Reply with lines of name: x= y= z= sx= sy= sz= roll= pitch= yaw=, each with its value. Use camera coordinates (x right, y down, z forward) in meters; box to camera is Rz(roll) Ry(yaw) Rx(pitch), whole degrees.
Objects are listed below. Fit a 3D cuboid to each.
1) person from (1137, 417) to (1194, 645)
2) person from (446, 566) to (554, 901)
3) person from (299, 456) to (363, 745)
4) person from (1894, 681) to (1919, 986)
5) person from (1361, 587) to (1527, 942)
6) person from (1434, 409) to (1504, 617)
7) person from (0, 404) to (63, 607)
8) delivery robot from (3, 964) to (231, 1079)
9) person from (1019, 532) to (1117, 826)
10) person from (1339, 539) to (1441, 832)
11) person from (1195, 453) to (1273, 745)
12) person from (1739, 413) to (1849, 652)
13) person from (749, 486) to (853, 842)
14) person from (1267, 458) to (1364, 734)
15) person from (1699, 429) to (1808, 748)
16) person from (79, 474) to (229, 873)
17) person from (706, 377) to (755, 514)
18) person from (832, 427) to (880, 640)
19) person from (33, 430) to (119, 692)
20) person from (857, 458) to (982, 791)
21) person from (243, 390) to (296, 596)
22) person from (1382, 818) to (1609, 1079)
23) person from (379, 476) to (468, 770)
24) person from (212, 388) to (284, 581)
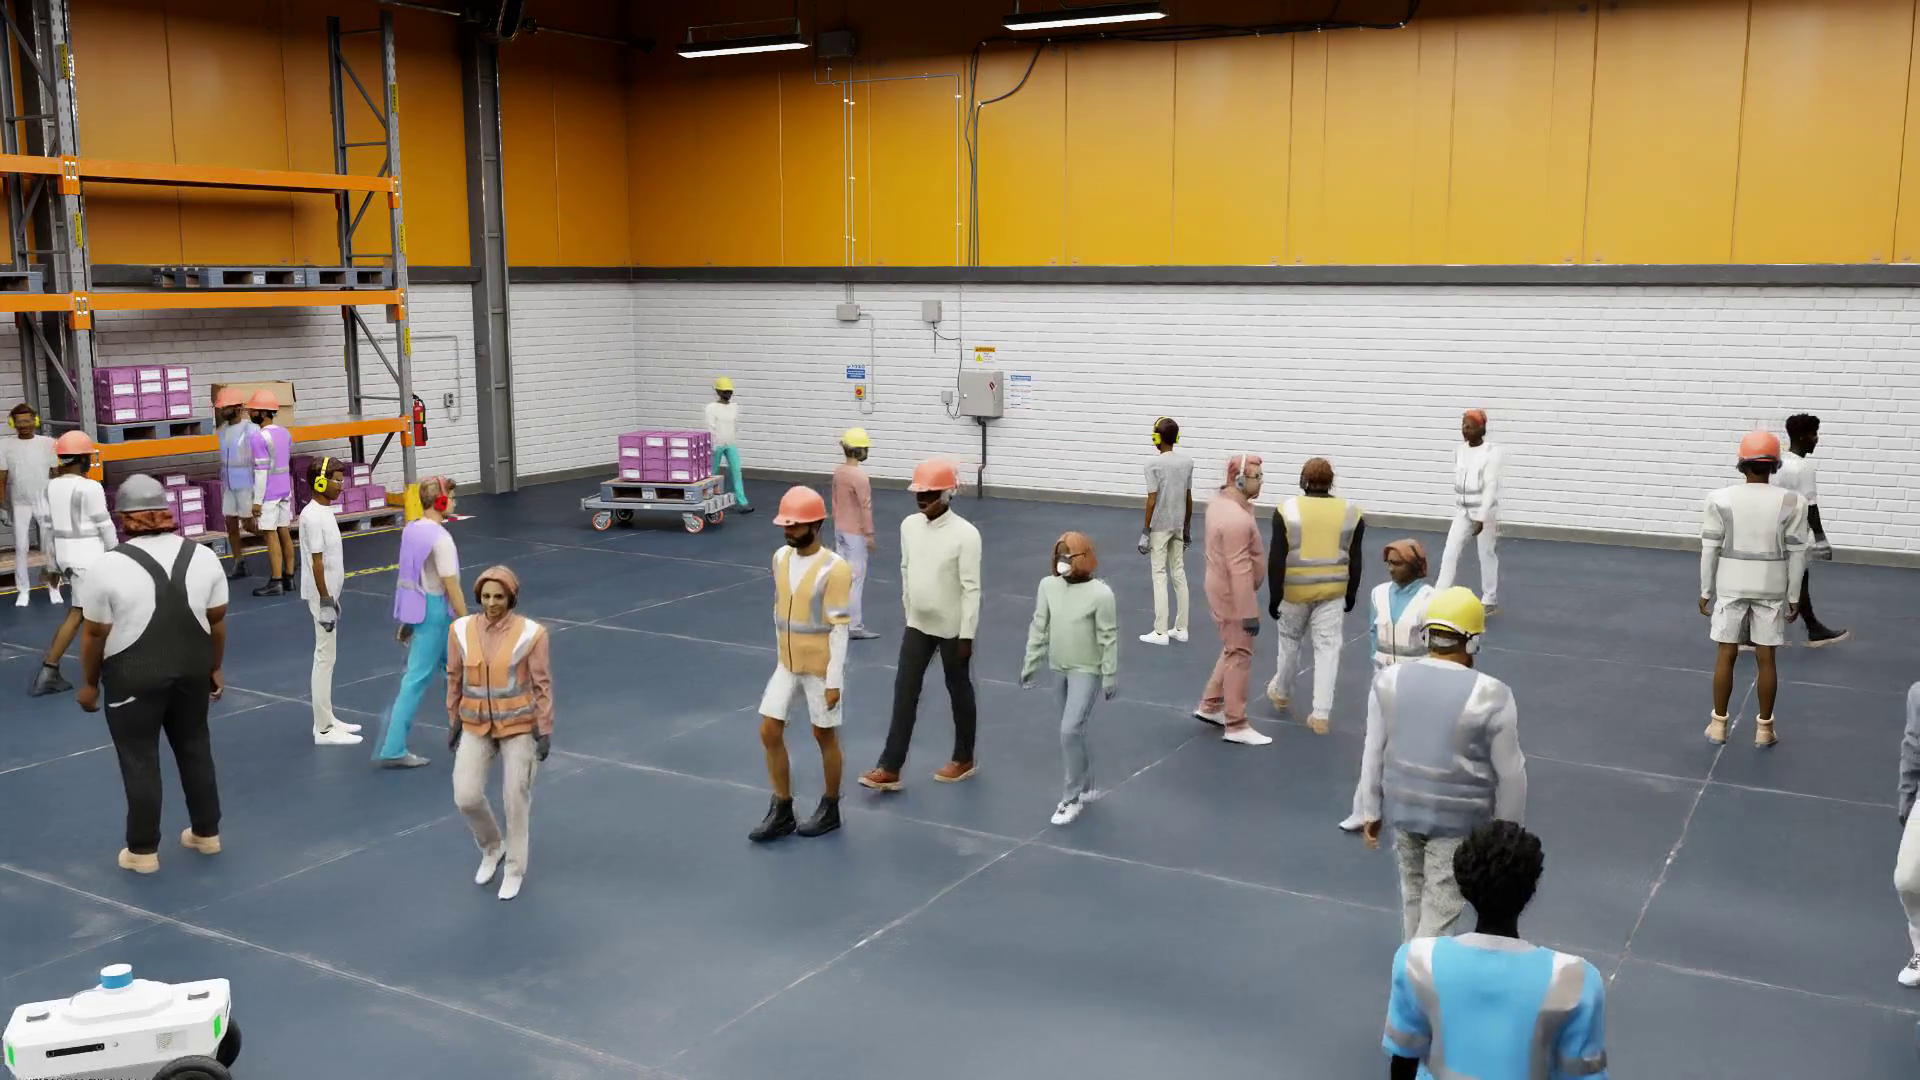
person: x=1.686 y=-0.073 z=13.628 sx=0.534 sy=1.864 sz=0.310 roll=-6 pitch=11 yaw=-33
person: x=-2.229 y=0.930 z=8.069 sx=0.546 sy=1.625 sz=0.357 roll=1 pitch=9 yaw=4
person: x=-4.084 y=0.387 z=10.758 sx=0.328 sy=1.865 sz=0.521 roll=-3 pitch=10 yaw=-19
person: x=4.112 y=1.134 z=6.872 sx=0.358 sy=1.615 sz=0.498 roll=-7 pitch=11 yaw=-37
person: x=1.976 y=1.072 z=6.659 sx=0.617 sy=1.801 sz=0.728 roll=8 pitch=12 yaw=41
person: x=4.397 y=-0.204 z=14.494 sx=0.921 sy=1.841 sz=0.578 roll=-6 pitch=11 yaw=-31
person: x=-8.483 y=-0.322 z=15.207 sx=0.527 sy=1.860 sz=0.321 roll=-5 pitch=10 yaw=-28
delivery robot: x=-3.002 y=1.763 z=5.950 sx=0.707 sy=0.478 sz=0.477 roll=-3 pitch=10 yaw=-20
person: x=0.582 y=0.759 z=9.232 sx=0.514 sy=1.613 sz=0.651 roll=9 pitch=13 yaw=44
person: x=2.461 y=0.783 z=9.124 sx=0.862 sy=1.596 sz=0.529 roll=-8 pitch=12 yaw=-41
person: x=1.795 y=0.376 z=10.728 sx=0.430 sy=1.896 sz=0.707 roll=0 pitch=9 yaw=1
person: x=6.737 y=-0.045 z=13.263 sx=0.958 sy=1.922 sz=0.612 roll=1 pitch=9 yaw=9
person: x=-0.868 y=0.674 z=8.789 sx=0.585 sy=1.915 sz=0.694 roll=7 pitch=12 yaw=38
person: x=2.369 y=0.340 z=11.233 sx=0.657 sy=1.798 sz=0.911 roll=0 pitch=9 yaw=-1
person: x=5.059 y=0.312 z=10.653 sx=0.607 sy=2.048 sz=0.368 roll=4 pitch=10 yaw=23
person: x=-4.118 y=0.661 z=8.494 sx=0.537 sy=2.000 sz=0.694 roll=7 pitch=12 yaw=38
person: x=-2.928 y=-1.169 z=20.887 sx=0.525 sy=1.725 sz=0.890 roll=-7 pitch=11 yaw=-36
person: x=-0.866 y=-0.058 z=13.847 sx=0.330 sy=1.765 sz=0.533 roll=-6 pitch=11 yaw=-32
person: x=-6.475 y=0.142 z=12.220 sx=0.547 sy=1.895 sz=0.971 roll=5 pitch=10 yaw=29
person: x=-0.206 y=0.512 z=9.657 sx=0.652 sy=1.957 sz=0.942 roll=7 pitch=11 yaw=37
person: x=-6.502 y=-0.439 z=15.666 sx=0.347 sy=1.942 sz=0.545 roll=1 pitch=9 yaw=6
person: x=1.302 y=1.532 z=4.136 sx=0.548 sy=1.682 sz=0.495 roll=5 pitch=11 yaw=30
person: x=-3.185 y=0.498 z=10.312 sx=1.007 sy=1.775 sz=0.610 roll=-7 pitch=11 yaw=-36
person: x=-7.103 y=-0.562 z=16.518 sx=0.558 sy=1.917 sz=0.606 roll=4 pitch=10 yaw=25
